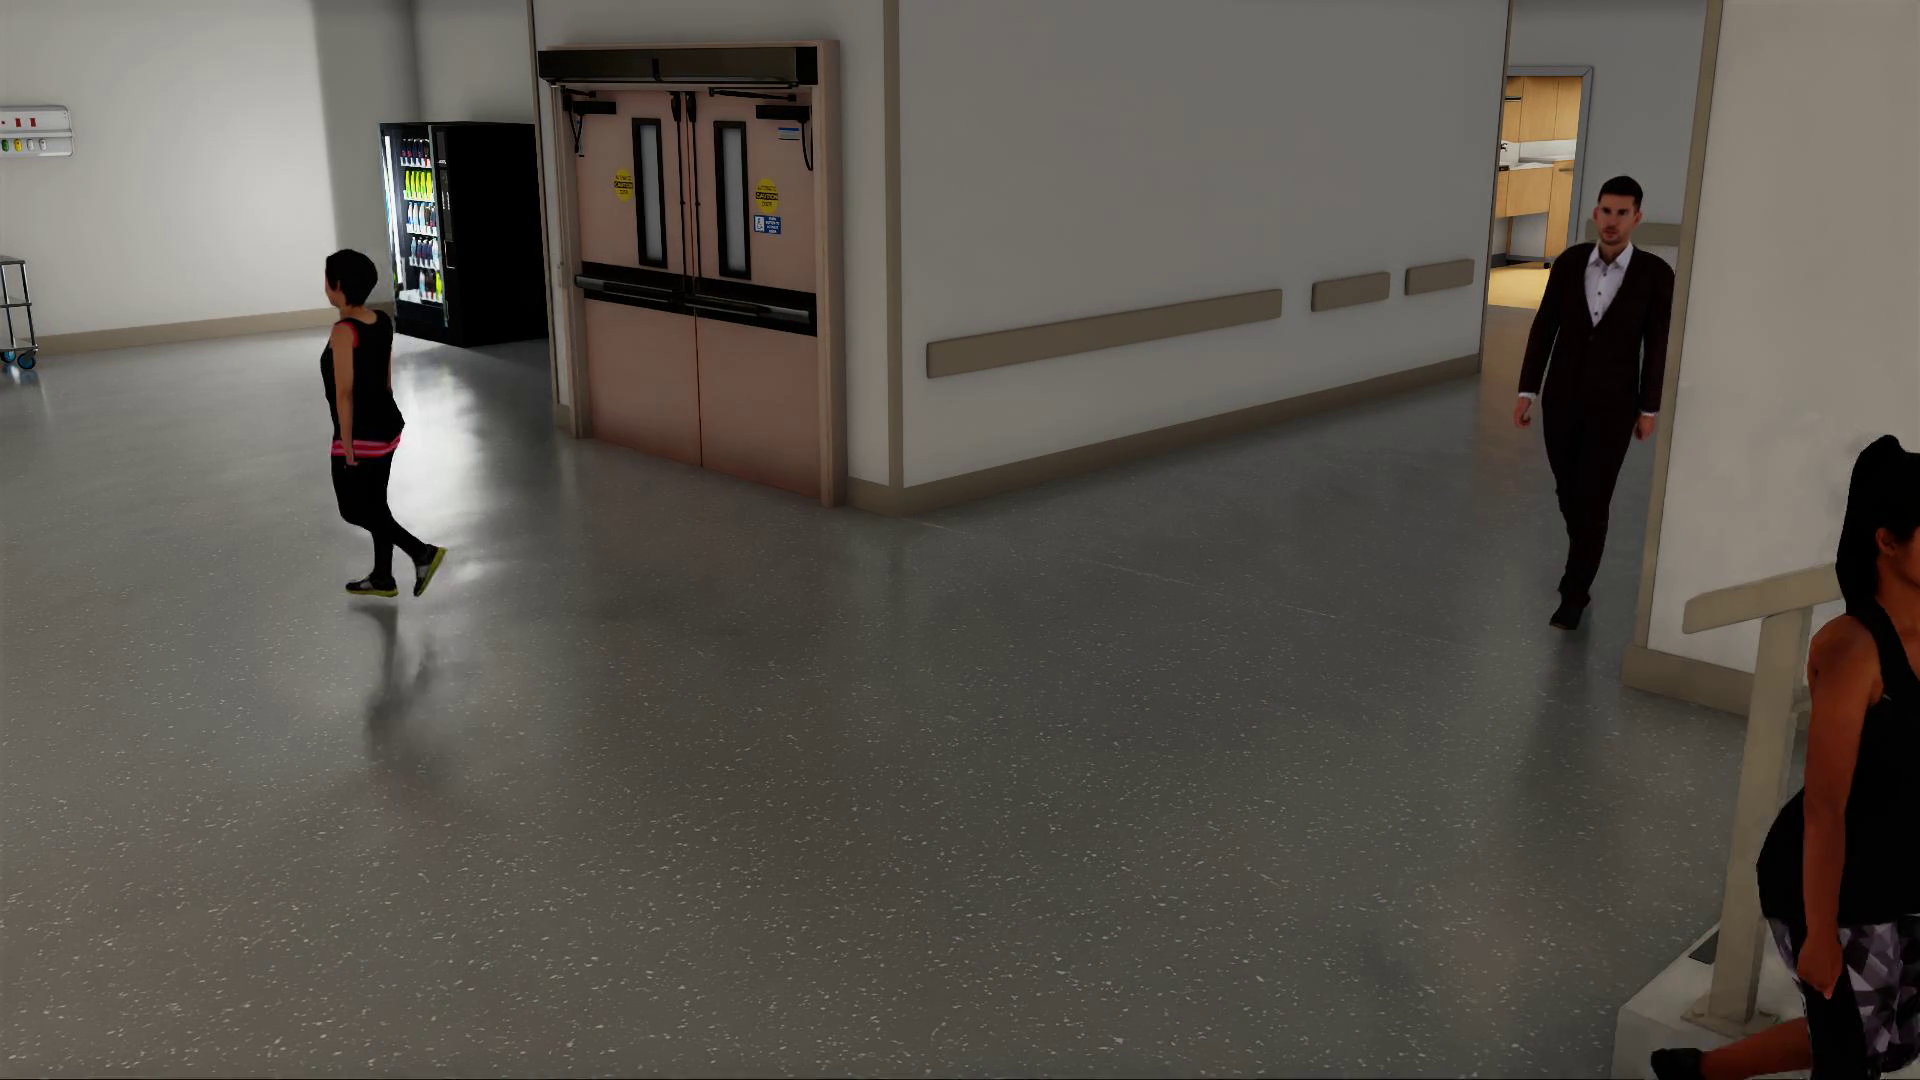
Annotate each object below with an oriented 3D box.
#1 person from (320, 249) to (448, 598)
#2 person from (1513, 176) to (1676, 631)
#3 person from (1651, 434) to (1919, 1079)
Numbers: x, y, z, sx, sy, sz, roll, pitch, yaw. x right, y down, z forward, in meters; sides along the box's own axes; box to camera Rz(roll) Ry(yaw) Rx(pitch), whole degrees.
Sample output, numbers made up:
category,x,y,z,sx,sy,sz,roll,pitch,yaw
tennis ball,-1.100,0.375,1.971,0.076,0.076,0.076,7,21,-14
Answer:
category,x,y,z,sx,sy,sz,roll,pitch,yaw
person,-2.480,-0.460,7.132,0.904,1.537,0.771,4,16,15
person,2.683,-0.584,7.045,1.186,1.824,0.848,12,20,36
person,1.596,0.614,3.108,0.671,1.653,0.833,-11,19,-35
